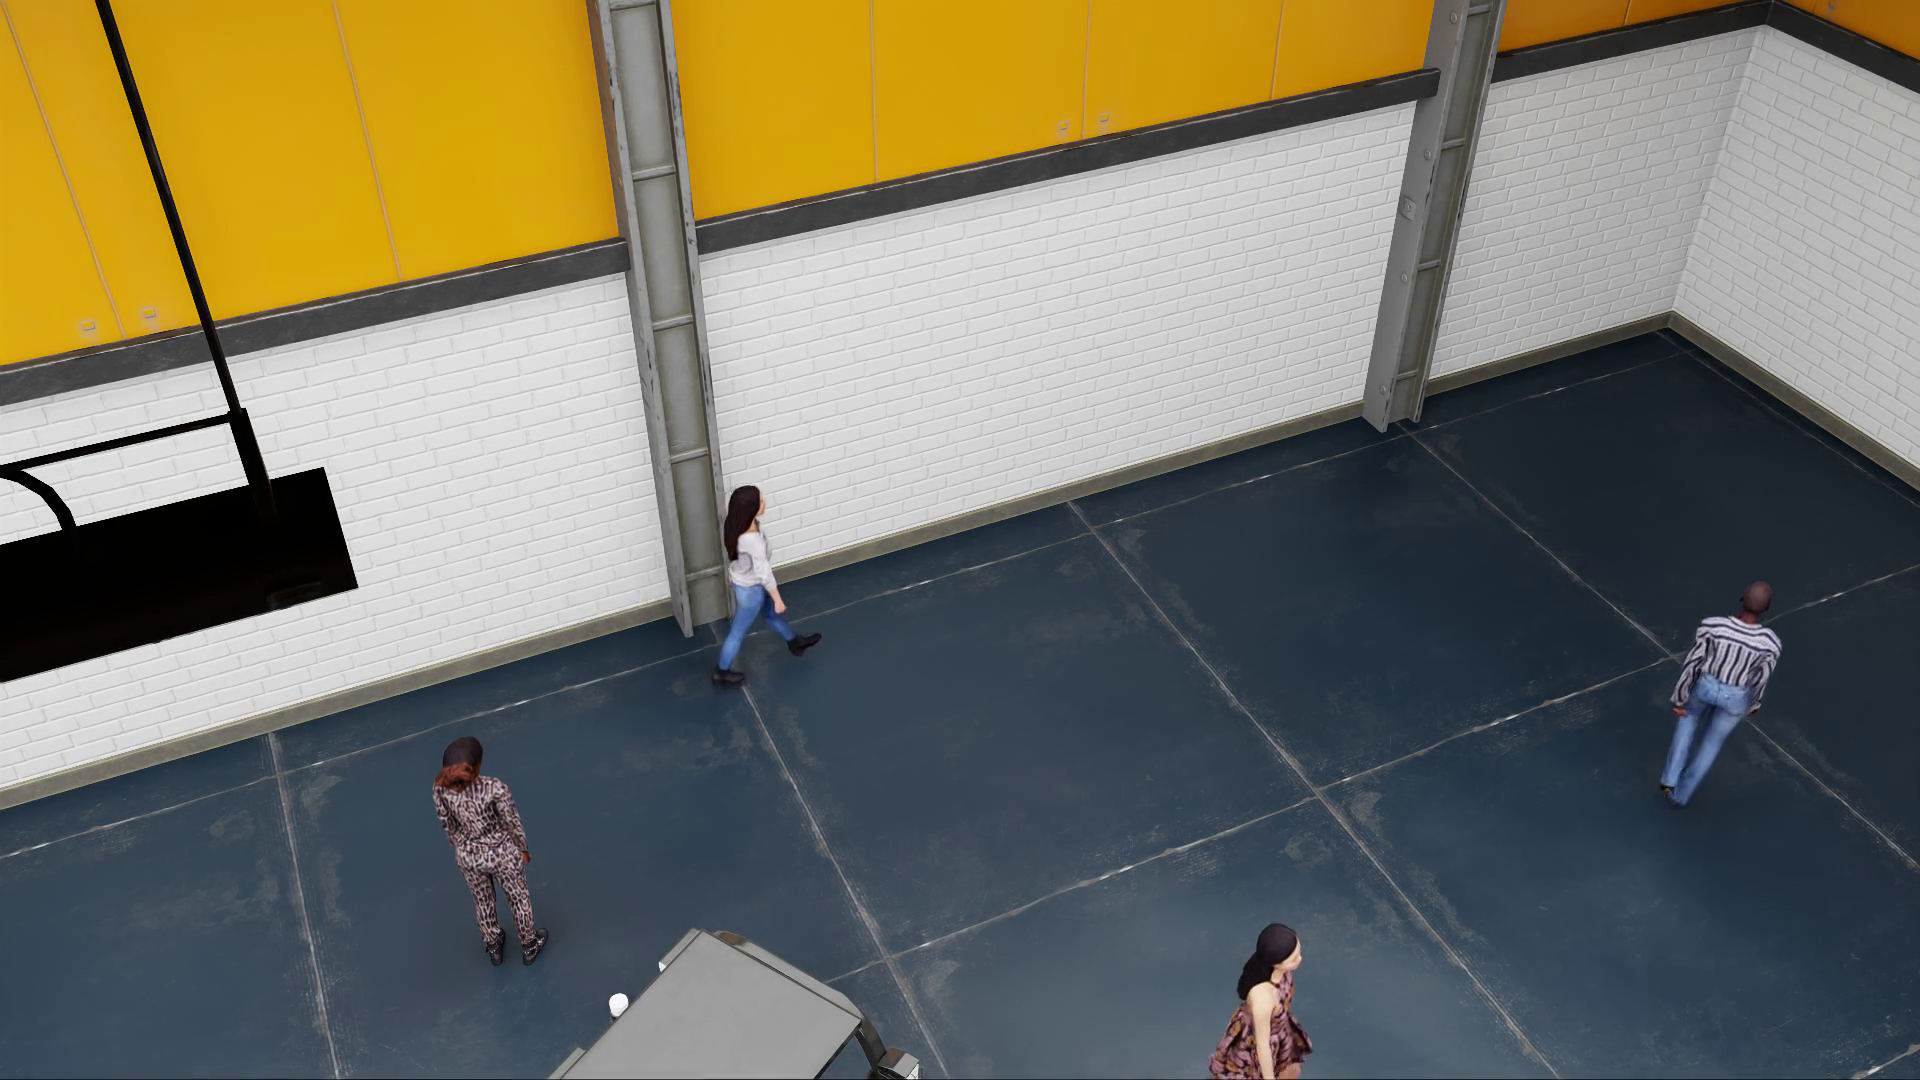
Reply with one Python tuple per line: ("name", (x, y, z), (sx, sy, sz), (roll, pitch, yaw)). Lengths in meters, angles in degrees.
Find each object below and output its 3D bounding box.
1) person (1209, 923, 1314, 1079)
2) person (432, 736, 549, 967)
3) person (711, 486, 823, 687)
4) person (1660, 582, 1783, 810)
("person", (1.380, 2.455, 8.177), (0.886, 1.760, 0.826), (11, 40, 14))
("person", (-2.596, 1.716, 9.140), (0.635, 1.714, 0.731), (1, 39, 2))
("person", (-1.460, 0.359, 10.950), (1.031, 1.577, 0.617), (-17, 42, -20))
("person", (4.532, 1.008, 9.973), (0.757, 1.781, 0.795), (20, 43, 23))
